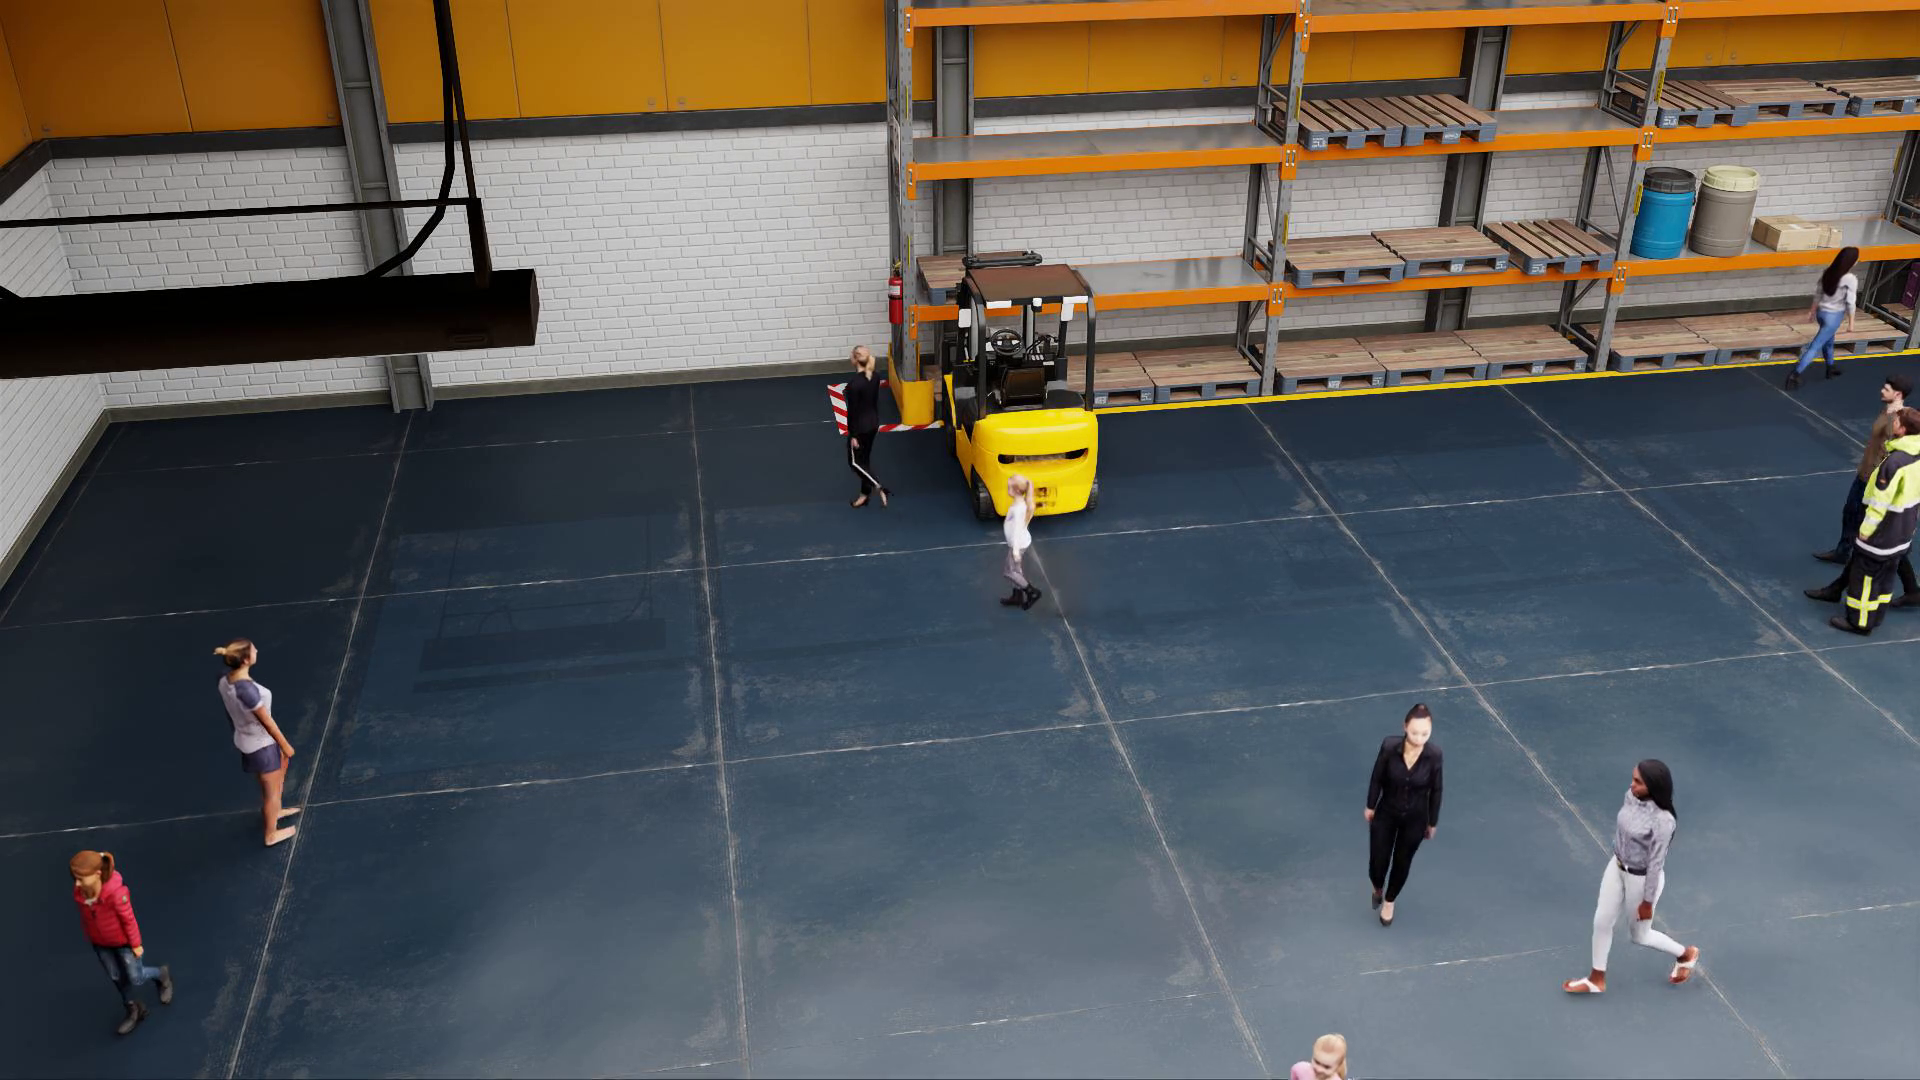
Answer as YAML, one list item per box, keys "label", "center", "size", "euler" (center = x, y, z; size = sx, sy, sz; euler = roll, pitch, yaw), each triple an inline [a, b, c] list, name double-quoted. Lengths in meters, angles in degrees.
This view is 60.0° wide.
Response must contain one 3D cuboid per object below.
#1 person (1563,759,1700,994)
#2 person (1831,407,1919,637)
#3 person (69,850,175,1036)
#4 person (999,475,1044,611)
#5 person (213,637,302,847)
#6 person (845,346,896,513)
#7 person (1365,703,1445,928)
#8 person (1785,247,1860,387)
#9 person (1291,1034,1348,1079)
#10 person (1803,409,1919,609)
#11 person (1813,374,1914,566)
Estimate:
- label: "person"
  center: [4.129, 2.053, 9.996]
  size: [1.028, 1.703, 0.656]
  euler: [-5, 29, -9]
- label: "person"
  center: [7.669, -0.151, 13.747]
  size: [0.812, 1.979, 0.937]
  euler: [-24, 37, -37]
- label: "person"
  center: [-4.978, 2.334, 9.893]
  size: [0.662, 1.307, 0.690]
  euler: [5, 29, 9]
- label: "person"
  center: [0.554, 0.036, 14.145]
  size: [0.686, 1.269, 0.601]
  euler: [5, 29, 8]
- label: "person"
  center: [-4.824, 1.407, 11.277]
  size: [0.738, 1.610, 0.689]
  euler: [-25, 38, -38]
- label: "person"
  center: [-0.850, -1.000, 15.603]
  size: [0.933, 1.692, 0.879]
  euler: [20, 34, 32]
- label: "person"
  center: [2.801, 1.730, 10.587]
  size: [0.677, 1.703, 0.767]
  euler: [7, 29, 12]
- label: "person"
  center: [9.498, -2.415, 18.307]
  size: [1.076, 1.586, 0.684]
  euler: [-8, 30, -14]
- label: "person"
  center: [1.854, 3.035, 8.662]
  size: [0.773, 1.256, 0.859]
  euler: [20, 35, 32]
- label: "person"
  center: [7.941, -0.202, 14.001]
  size: [1.243, 1.825, 1.125]
  euler: [13, 31, 22]
- label: "person"
  center: [8.131, -0.547, 14.592]
  size: [1.090, 1.864, 0.917]
  euler: [8, 30, 14]
